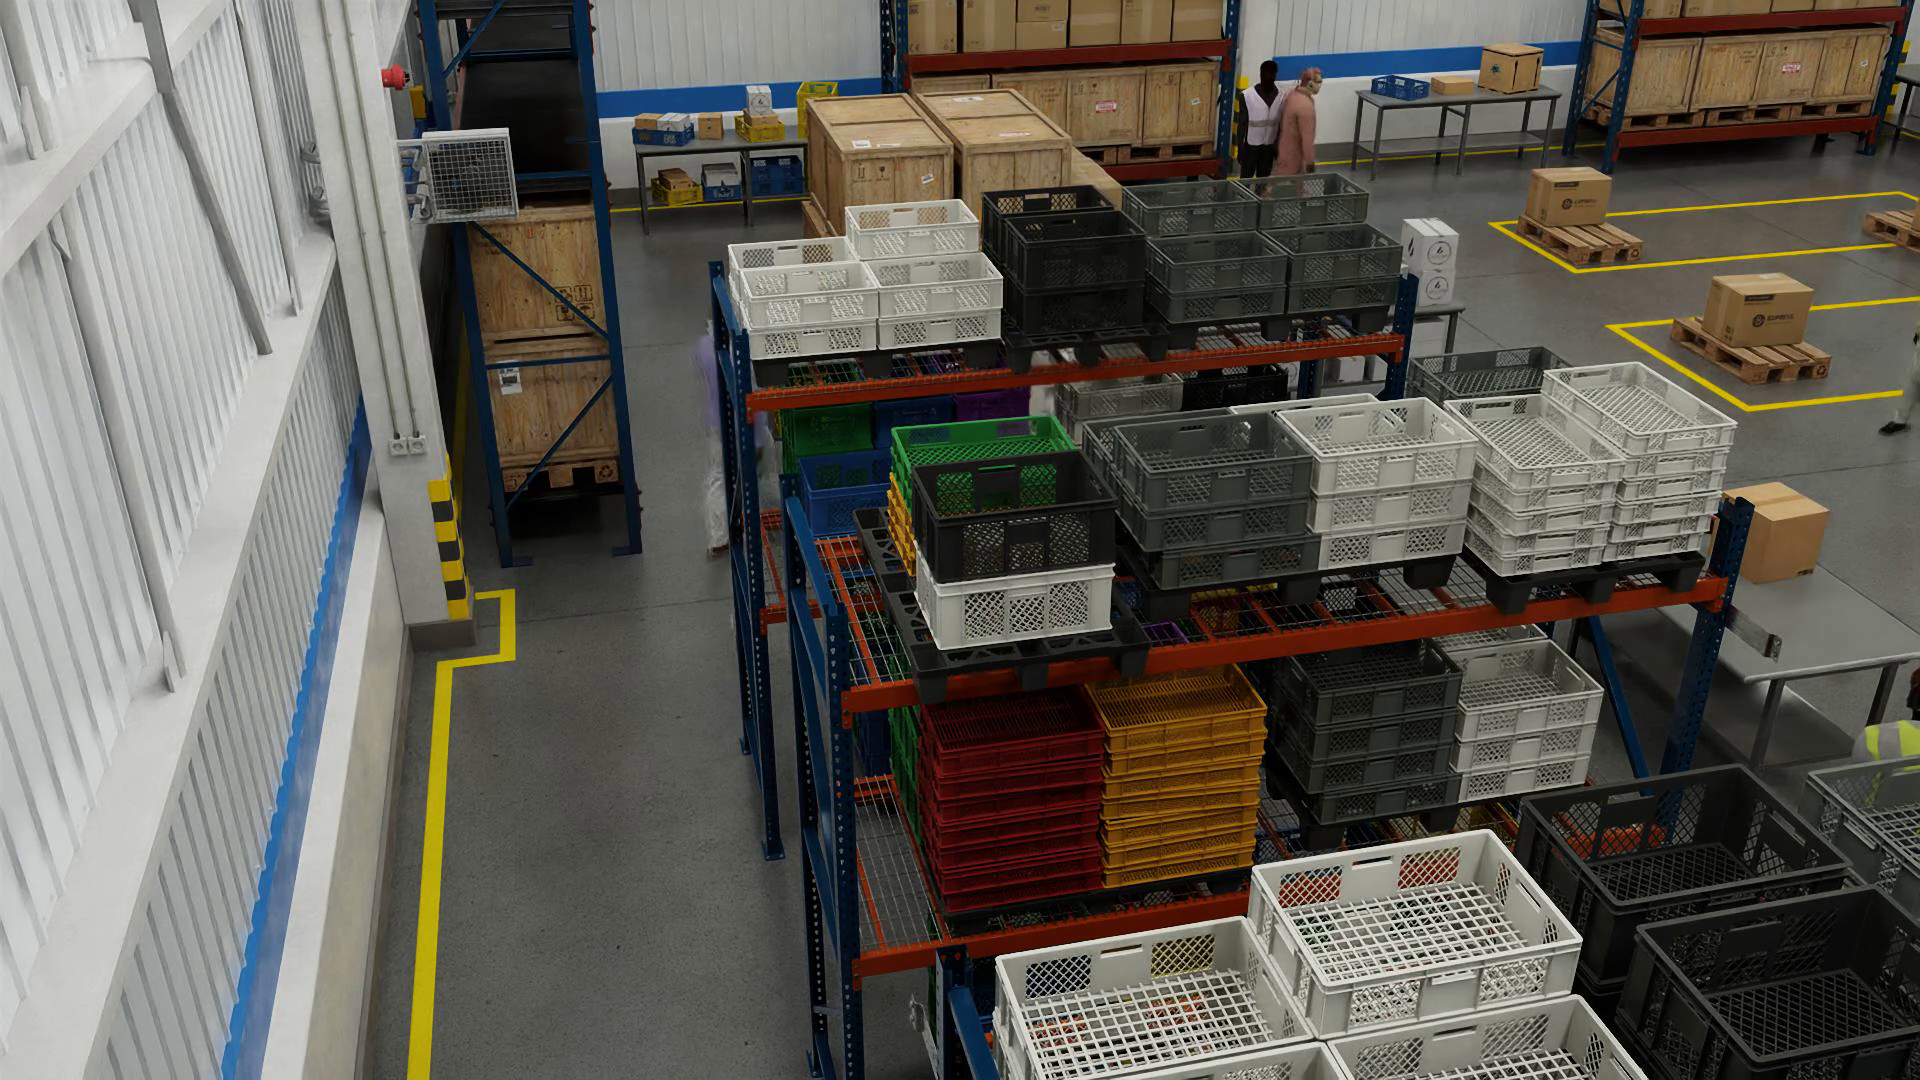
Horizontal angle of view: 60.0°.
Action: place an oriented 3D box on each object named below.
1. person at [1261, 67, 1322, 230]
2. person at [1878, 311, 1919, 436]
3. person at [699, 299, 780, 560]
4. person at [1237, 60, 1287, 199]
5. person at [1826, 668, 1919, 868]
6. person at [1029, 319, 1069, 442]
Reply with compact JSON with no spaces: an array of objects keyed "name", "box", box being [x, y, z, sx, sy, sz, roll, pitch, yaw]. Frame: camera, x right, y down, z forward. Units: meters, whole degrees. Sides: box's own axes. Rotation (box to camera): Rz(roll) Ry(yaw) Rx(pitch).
[{"name":"person","box":[3.789,-4.322,18.537,0.996,1.849,0.658,-1,28,-1]},{"name":"person","box":[8.096,-1.684,13.569,0.628,1.815,0.618,-12,30,-22]},{"name":"person","box":[-1.508,-0.851,11.893,0.647,1.893,0.975,18,33,30]},{"name":"person","box":[3.355,-4.417,18.649,0.587,1.914,0.392,-11,30,-19]},{"name":"person","box":[4.336,1.388,7.726,0.630,1.836,0.430,4,28,7]},{"name":"person","box":[0.634,-1.057,12.313,0.461,1.870,0.601,13,30,23]}]
